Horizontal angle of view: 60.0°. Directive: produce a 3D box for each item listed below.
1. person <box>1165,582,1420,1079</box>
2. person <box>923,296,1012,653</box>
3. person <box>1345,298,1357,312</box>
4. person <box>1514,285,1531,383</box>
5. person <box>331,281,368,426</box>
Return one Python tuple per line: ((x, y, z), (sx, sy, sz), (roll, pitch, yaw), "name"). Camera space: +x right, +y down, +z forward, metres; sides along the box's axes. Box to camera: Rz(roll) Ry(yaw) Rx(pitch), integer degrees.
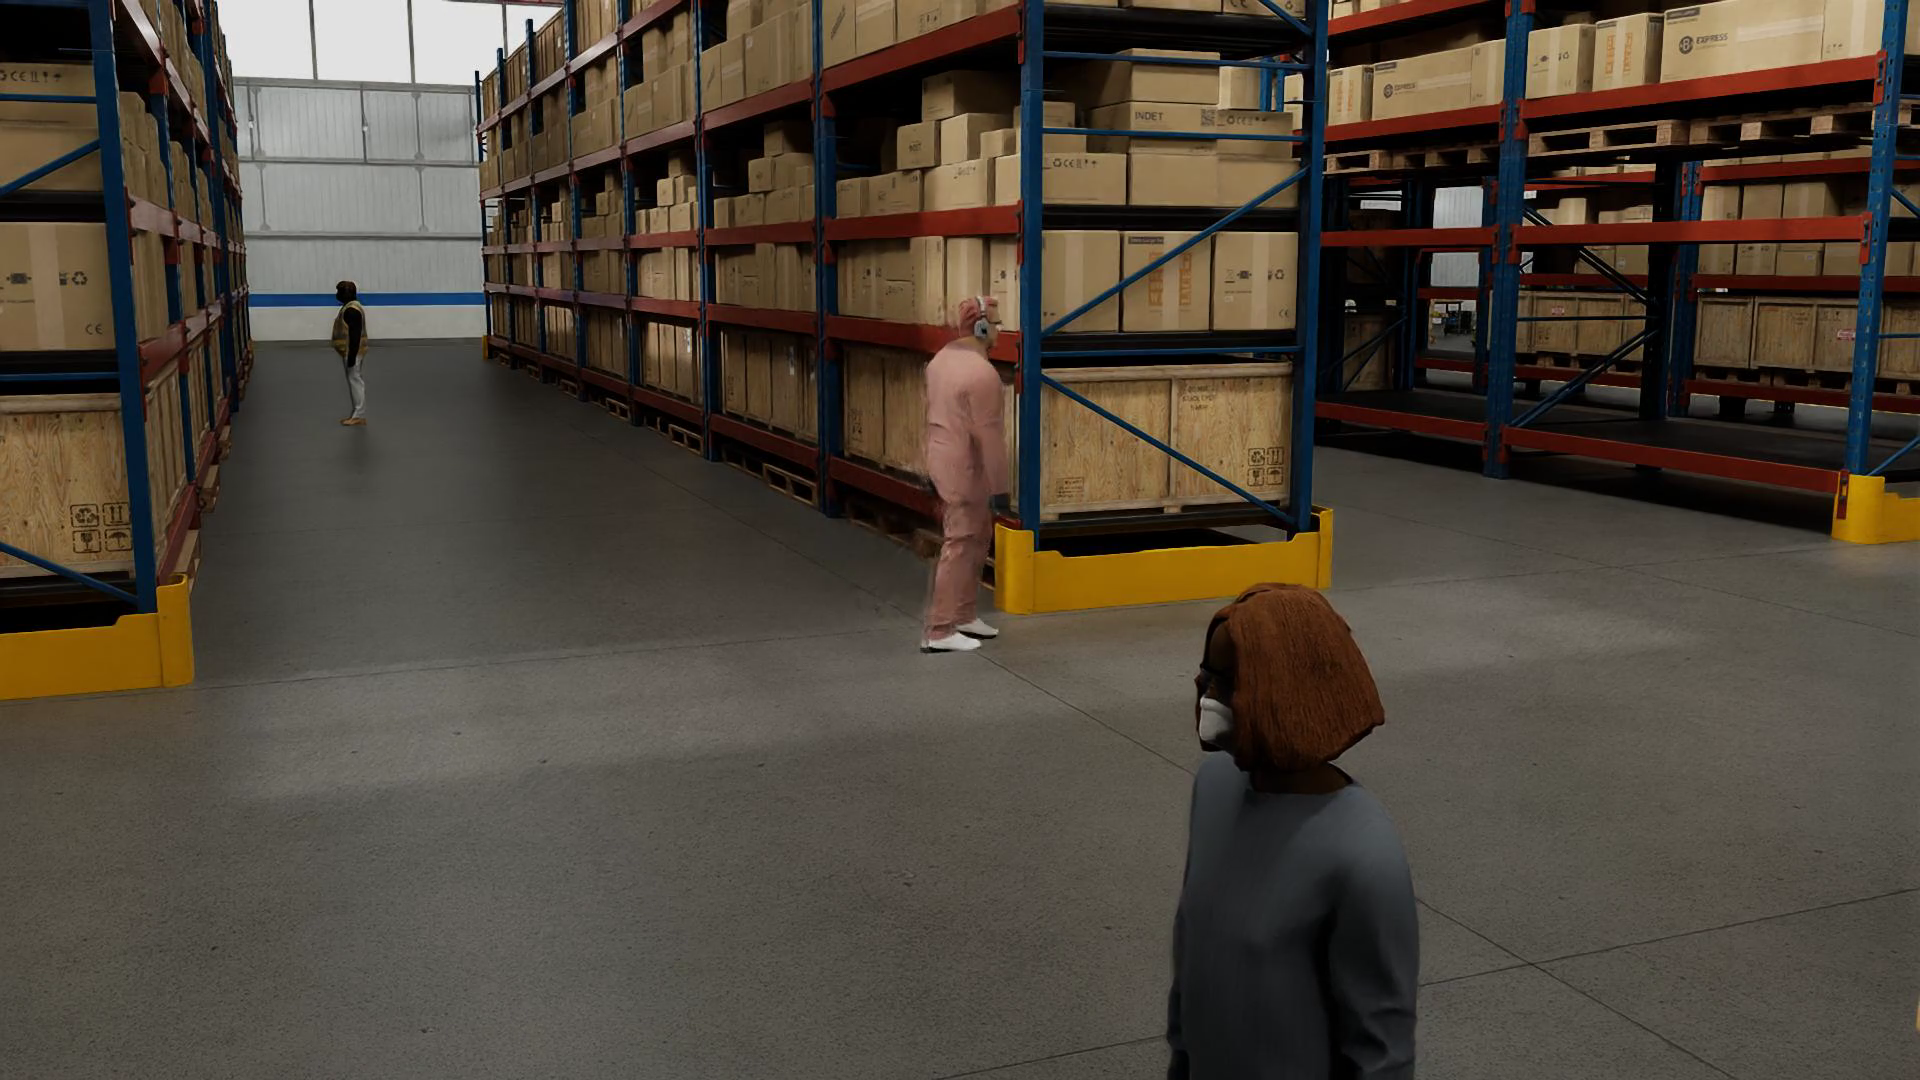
((0.445, 0.865, 2.407), (0.276, 1.633, 0.507), (-4, 10, -22), "person")
((0.072, -0.345, 8.872), (0.642, 1.892, 0.698), (-4, 10, -23), "person")
((6.504, -3.508, 28.196), (0.296, 1.772, 0.533), (-4, 10, -22), "person")
((9.803, -3.620, 28.682), (0.403, 1.832, 0.602), (-4, 10, -22), "person")
((-7.770, -2.375, 21.195), (0.429, 1.843, 0.633), (-4, 10, -22), "person")
